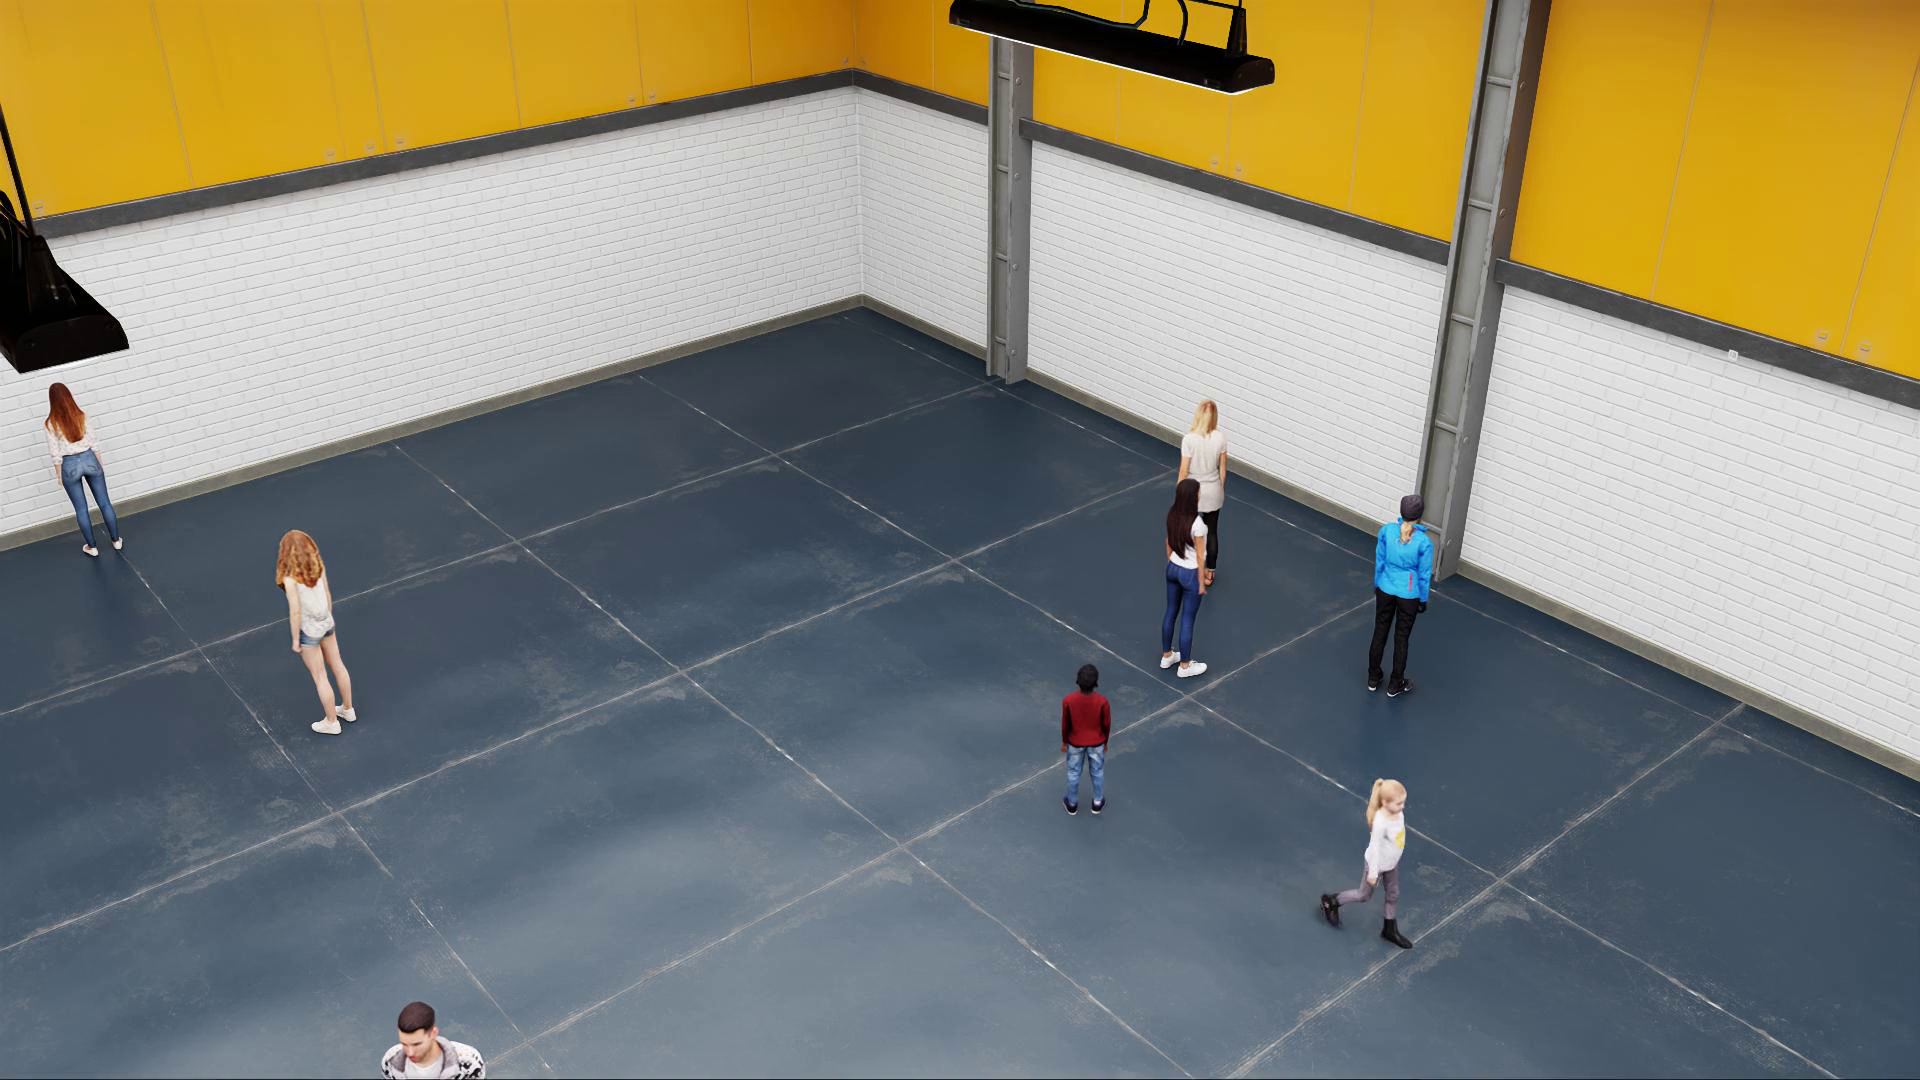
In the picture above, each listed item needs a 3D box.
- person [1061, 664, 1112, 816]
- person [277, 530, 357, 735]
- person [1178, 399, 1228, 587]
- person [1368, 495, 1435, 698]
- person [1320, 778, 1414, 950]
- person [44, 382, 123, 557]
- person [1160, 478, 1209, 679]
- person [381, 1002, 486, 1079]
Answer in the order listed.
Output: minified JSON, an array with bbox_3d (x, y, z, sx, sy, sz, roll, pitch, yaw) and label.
[{"bbox_3d":[0.914,1.448,12.097,0.582,1.255,0.635,1,29,1],"label":"person"},{"bbox_3d":[-4.992,0.711,12.923,0.653,1.759,0.644,12,31,21],"label":"person"},{"bbox_3d":[2.164,-0.409,14.907,0.684,1.826,0.694,-5,29,-9],"label":"person"},{"bbox_3d":[3.531,0.437,13.385,0.523,1.797,0.718,21,35,33],"label":"person"},{"bbox_3d":[2.701,2.087,10.918,0.906,1.264,0.595,22,36,35],"label":"person"},{"bbox_3d":[-8.189,-0.669,15.485,0.573,1.728,0.503,-21,35,-33],"label":"person"},{"bbox_3d":[1.835,0.302,13.656,0.672,1.774,0.491,-17,33,-28],"label":"person"},{"bbox_3d":[-2.636,3.065,8.501,0.763,1.861,0.797,0,29,0],"label":"person"}]
